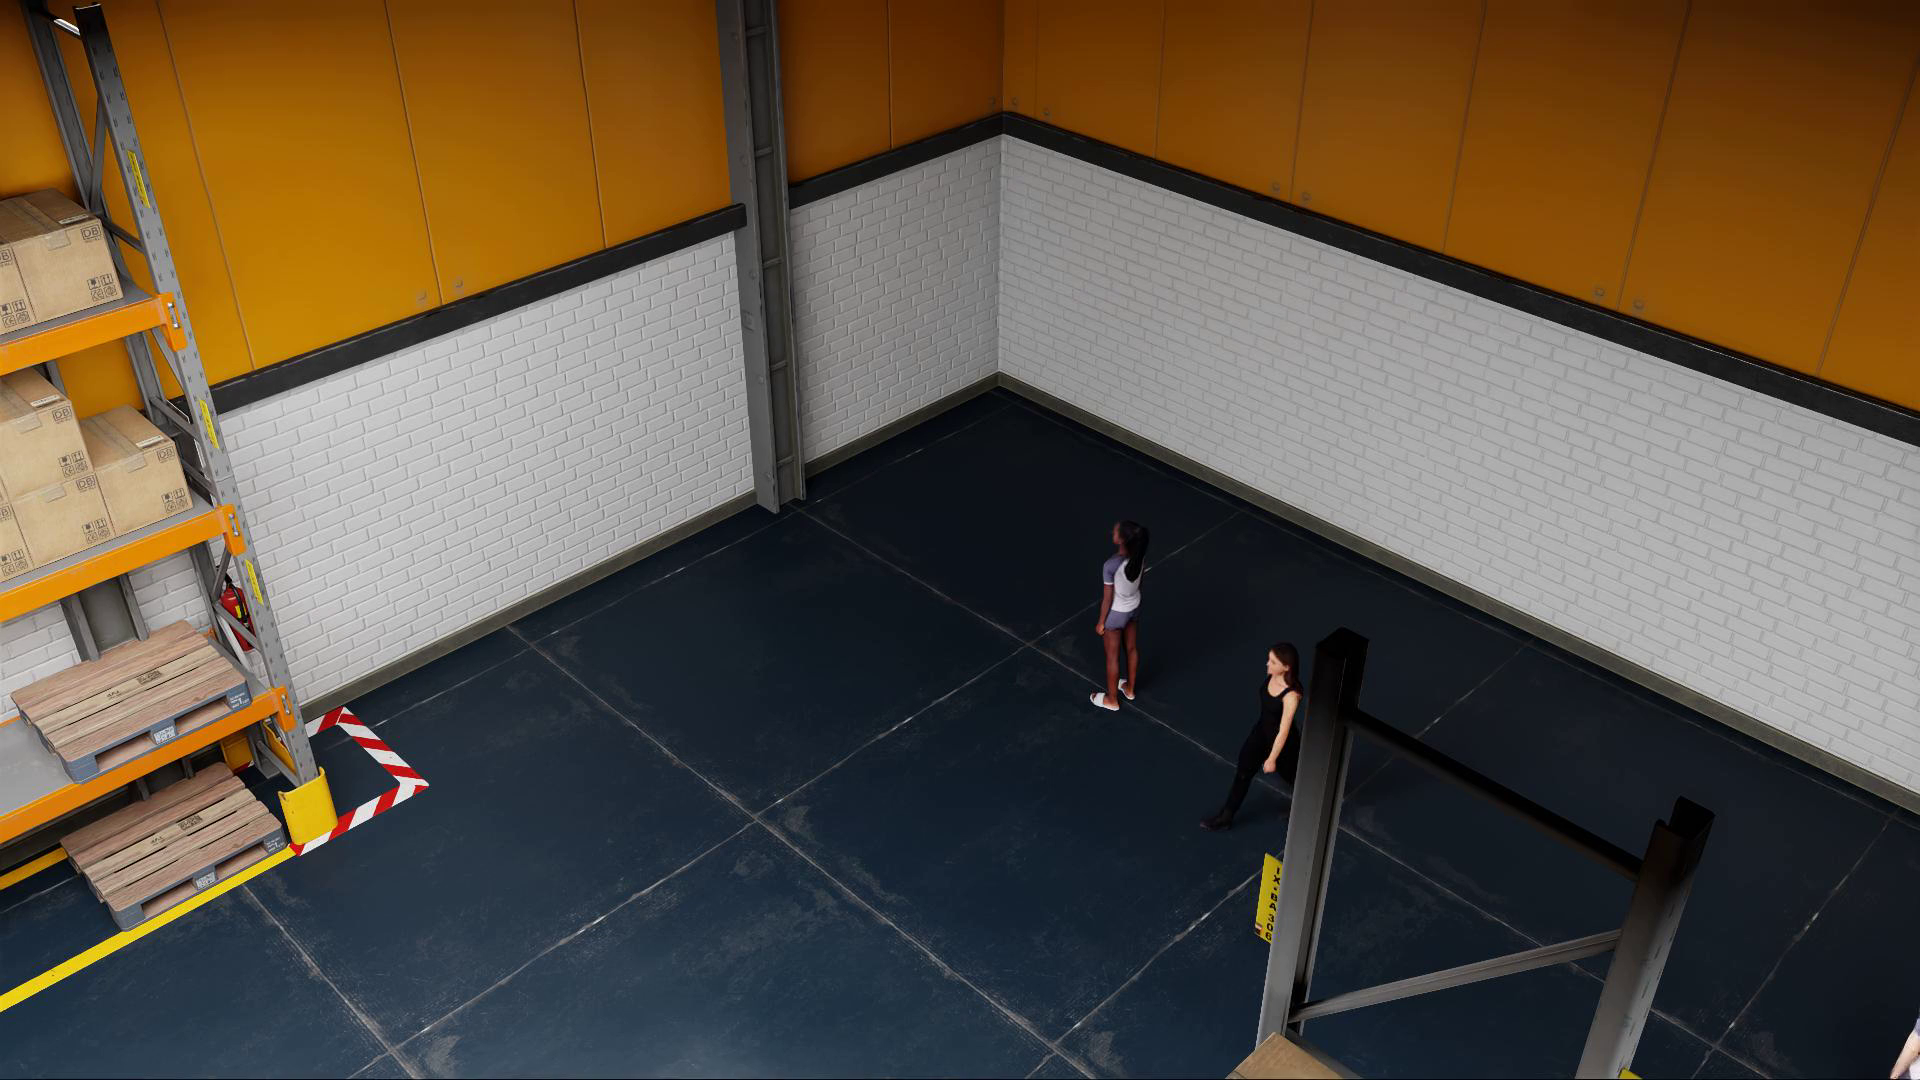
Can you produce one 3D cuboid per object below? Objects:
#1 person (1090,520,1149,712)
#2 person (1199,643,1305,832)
[{"bbox_3d":[1.262,0.577,13.064,0.488,1.720,0.671,-27,42,-34],"label":"person"},{"bbox_3d":[2.326,1.431,11.852,1.197,1.642,0.963,-9,35,-13],"label":"person"}]
